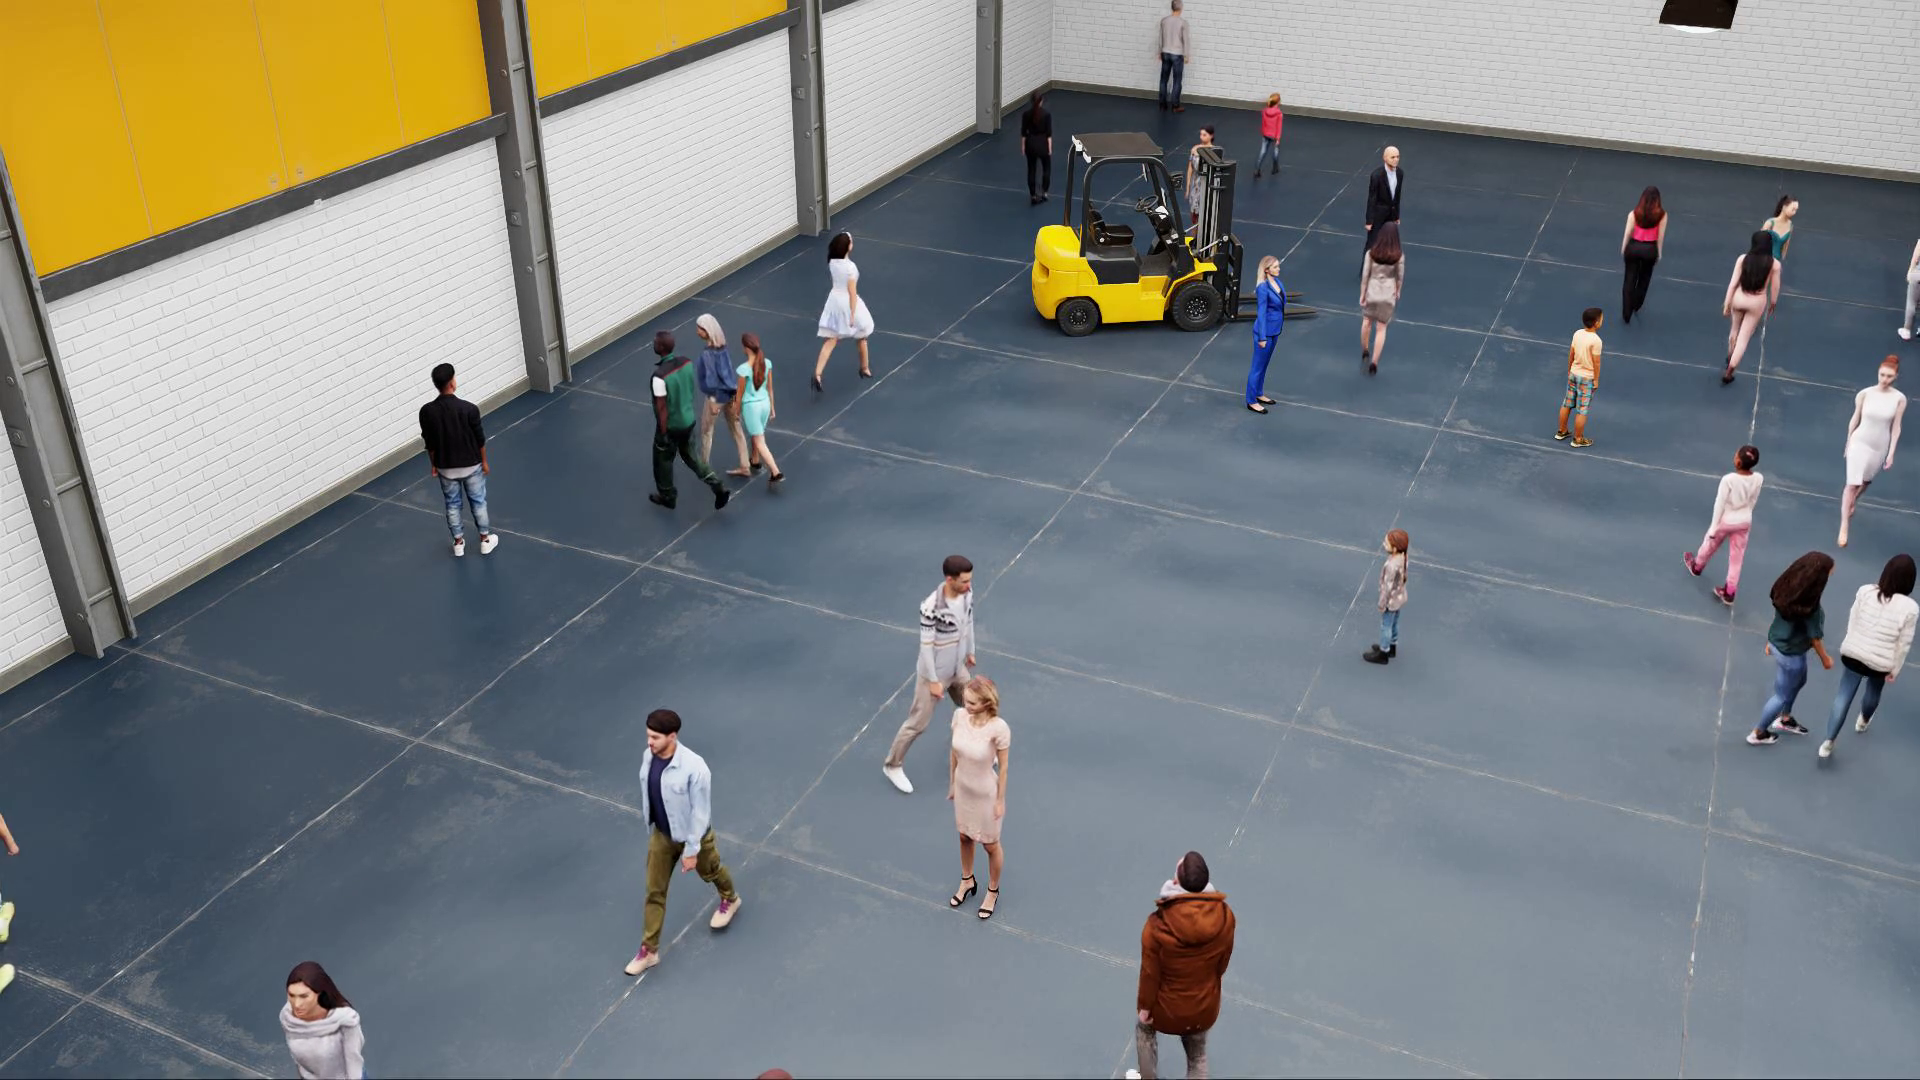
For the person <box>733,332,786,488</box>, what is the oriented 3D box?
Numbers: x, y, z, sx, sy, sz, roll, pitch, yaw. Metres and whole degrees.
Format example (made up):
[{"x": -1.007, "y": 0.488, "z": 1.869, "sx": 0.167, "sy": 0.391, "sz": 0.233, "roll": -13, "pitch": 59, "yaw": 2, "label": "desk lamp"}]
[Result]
[{"x": -1.937, "y": -1.250, "z": 16.110, "sx": 1.033, "sy": 1.542, "sz": 0.873, "roll": -24, "pitch": 37, "yaw": -37, "label": "person"}]

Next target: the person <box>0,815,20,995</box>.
[{"x": -5.999, "y": 1.967, "z": 9.942, "sx": 0.987, "sy": 1.801, "sz": 1.151, "roll": -3, "pitch": 29, "yaw": -6, "label": "person"}]

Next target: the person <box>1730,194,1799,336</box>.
[{"x": 9.499, "y": -3.273, "z": 19.690, "sx": 0.799, "sy": 1.665, "sz": 0.887, "roll": 0, "pitch": 29, "yaw": -1, "label": "person"}]

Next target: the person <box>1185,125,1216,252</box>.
[{"x": 3.200, "y": -4.568, "z": 21.899, "sx": 0.639, "sy": 1.822, "sz": 0.603, "roll": 21, "pitch": 35, "yaw": 34, "label": "person"}]

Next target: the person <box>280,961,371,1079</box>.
[{"x": -3.210, "y": 2.773, "z": 8.665, "sx": 0.795, "sy": 1.608, "sz": 0.995, "roll": 3, "pitch": 29, "yaw": 5, "label": "person"}]

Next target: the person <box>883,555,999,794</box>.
[{"x": -0.096, "y": 0.899, "z": 11.878, "sx": 1.105, "sy": 1.822, "sz": 0.870, "roll": 23, "pitch": 36, "yaw": 35, "label": "person"}]

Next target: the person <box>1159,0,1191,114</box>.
[{"x": 3.692, "y": -8.399, "z": 28.837, "sx": 0.782, "sy": 1.905, "sz": 0.689, "roll": 19, "pitch": 34, "yaw": 31, "label": "person"}]

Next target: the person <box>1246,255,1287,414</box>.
[{"x": 3.238, "y": -2.207, "z": 17.698, "sx": 0.676, "sy": 1.701, "sz": 0.490, "roll": 14, "pitch": 32, "yaw": 24, "label": "person"}]

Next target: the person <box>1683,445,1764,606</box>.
[{"x": 6.621, "y": -0.119, "z": 14.166, "sx": 0.850, "sy": 1.419, "sz": 1.029, "roll": -2, "pitch": 29, "yaw": -4, "label": "person"}]

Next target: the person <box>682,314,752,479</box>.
[{"x": -2.242, "y": -1.368, "z": 16.204, "sx": 0.722, "sy": 1.659, "sz": 0.912, "roll": 9, "pitch": 30, "yaw": 16, "label": "person"}]

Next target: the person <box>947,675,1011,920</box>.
[{"x": 0.129, "y": 1.613, "z": 10.572, "sx": 0.605, "sy": 1.819, "sz": 0.554, "roll": 19, "pitch": 34, "yaw": 31, "label": "person"}]

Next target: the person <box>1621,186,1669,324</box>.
[{"x": 8.185, "y": -3.400, "z": 19.952, "sx": 0.716, "sy": 1.637, "sz": 0.937, "roll": 6, "pitch": 29, "yaw": 12, "label": "person"}]

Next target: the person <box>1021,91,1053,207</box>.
[{"x": 1.095, "y": -5.628, "z": 24.023, "sx": 0.677, "sy": 1.649, "sz": 0.718, "roll": 8, "pitch": 30, "yaw": 14, "label": "person"}]

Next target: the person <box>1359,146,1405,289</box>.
[{"x": 5.351, "y": -4.100, "z": 21.066, "sx": 0.738, "sy": 1.799, "sz": 0.820, "roll": -13, "pitch": 31, "yaw": -22, "label": "person"}]

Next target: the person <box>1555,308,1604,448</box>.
[{"x": 6.352, "y": -1.673, "z": 16.970, "sx": 0.637, "sy": 1.461, "sz": 0.601, "roll": -16, "pitch": 32, "yaw": -27, "label": "person"}]

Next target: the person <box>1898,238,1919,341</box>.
[{"x": 11.300, "y": -3.074, "z": 19.388, "sx": 0.684, "sy": 1.605, "sz": 0.764, "roll": 3, "pitch": 29, "yaw": 6, "label": "person"}]

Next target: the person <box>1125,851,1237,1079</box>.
[{"x": 1.223, "y": 2.509, "z": 8.930, "sx": 0.911, "sy": 1.818, "sz": 0.968, "roll": -8, "pitch": 30, "yaw": -13, "label": "person"}]

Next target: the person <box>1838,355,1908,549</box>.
[{"x": 8.282, "y": -0.837, "z": 15.131, "sx": 0.579, "sy": 1.754, "sz": 1.071, "roll": 12, "pitch": 31, "yaw": 20, "label": "person"}]

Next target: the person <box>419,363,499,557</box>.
[{"x": -4.478, "y": -0.701, "z": 14.832, "sx": 0.785, "sy": 1.802, "sz": 0.786, "roll": -3, "pitch": 29, "yaw": -5, "label": "person"}]

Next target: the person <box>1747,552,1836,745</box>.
[{"x": 6.050, "y": 0.833, "z": 12.230, "sx": 0.802, "sy": 1.601, "sz": 0.794, "roll": -2, "pitch": 29, "yaw": -3, "label": "person"}]

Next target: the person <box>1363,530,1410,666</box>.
[{"x": 3.480, "y": 0.452, "z": 13.355, "sx": 0.568, "sy": 1.193, "sz": 0.447, "roll": 18, "pitch": 34, "yaw": 30, "label": "person"}]

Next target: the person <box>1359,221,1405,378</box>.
[{"x": 4.665, "y": -2.642, "z": 18.475, "sx": 0.662, "sy": 1.721, "sz": 0.873, "roll": 9, "pitch": 30, "yaw": 16, "label": "person"}]

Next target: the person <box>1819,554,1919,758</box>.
[{"x": 6.616, "y": 0.876, "z": 12.149, "sx": 0.798, "sy": 1.602, "sz": 1.158, "roll": 22, "pitch": 36, "yaw": 35, "label": "person"}]

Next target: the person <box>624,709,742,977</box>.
[{"x": -1.650, "y": 1.792, "z": 10.310, "sx": 0.763, "sy": 1.755, "sz": 1.221, "roll": 16, "pitch": 33, "yaw": 27, "label": "person"}]

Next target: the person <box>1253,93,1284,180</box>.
[{"x": 4.685, "y": -6.107, "z": 25.285, "sx": 0.655, "sy": 1.282, "sz": 0.983, "roll": 21, "pitch": 35, "yaw": 33, "label": "person"}]

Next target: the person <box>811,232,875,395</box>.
[{"x": -1.329, "y": -2.416, "z": 18.004, "sx": 0.838, "sy": 1.775, "sz": 1.266, "roll": 20, "pitch": 34, "yaw": 32, "label": "person"}]

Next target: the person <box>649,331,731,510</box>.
[{"x": -2.562, "y": -1.044, "z": 15.453, "sx": 0.787, "sy": 1.810, "sz": 1.072, "roll": 15, "pitch": 32, "yaw": 25, "label": "person"}]

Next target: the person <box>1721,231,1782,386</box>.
[{"x": 8.636, "y": -2.518, "z": 18.277, "sx": 0.749, "sy": 1.692, "sz": 1.003, "roll": 21, "pitch": 35, "yaw": 33, "label": "person"}]
